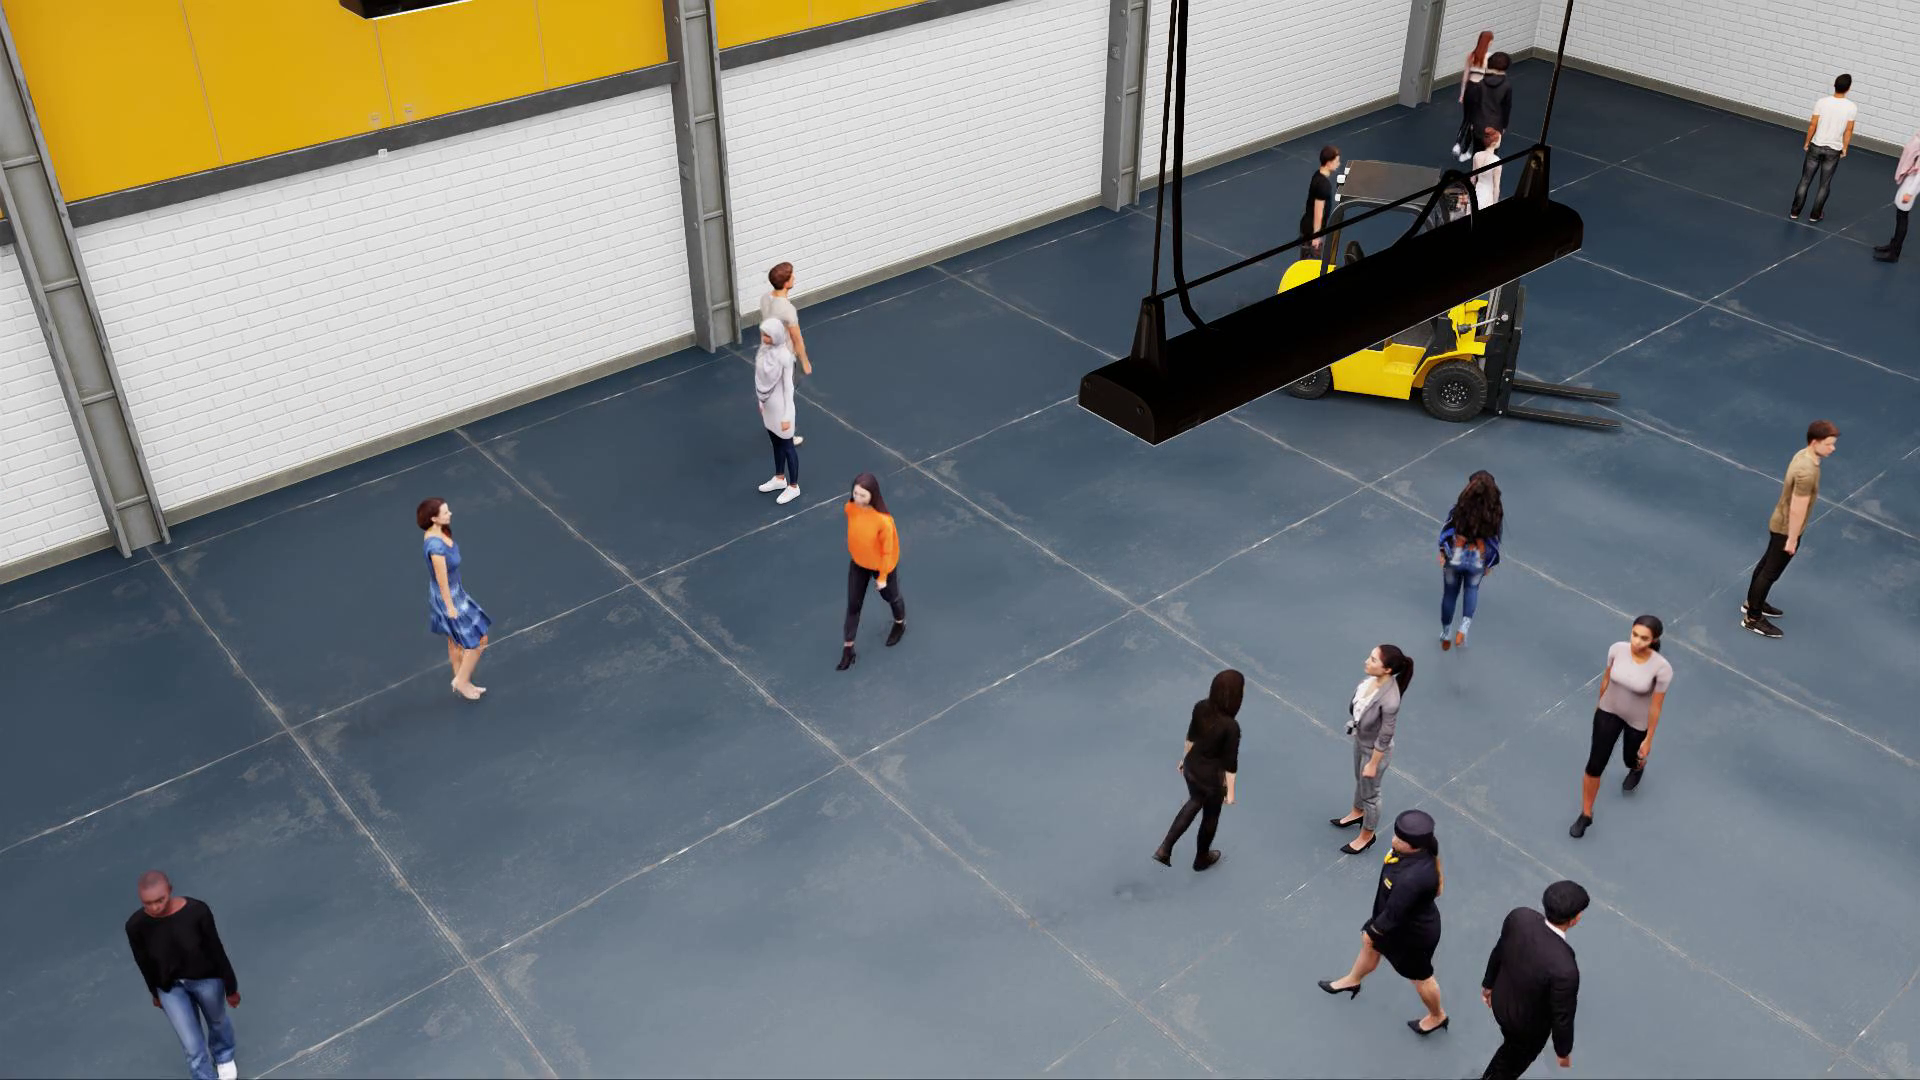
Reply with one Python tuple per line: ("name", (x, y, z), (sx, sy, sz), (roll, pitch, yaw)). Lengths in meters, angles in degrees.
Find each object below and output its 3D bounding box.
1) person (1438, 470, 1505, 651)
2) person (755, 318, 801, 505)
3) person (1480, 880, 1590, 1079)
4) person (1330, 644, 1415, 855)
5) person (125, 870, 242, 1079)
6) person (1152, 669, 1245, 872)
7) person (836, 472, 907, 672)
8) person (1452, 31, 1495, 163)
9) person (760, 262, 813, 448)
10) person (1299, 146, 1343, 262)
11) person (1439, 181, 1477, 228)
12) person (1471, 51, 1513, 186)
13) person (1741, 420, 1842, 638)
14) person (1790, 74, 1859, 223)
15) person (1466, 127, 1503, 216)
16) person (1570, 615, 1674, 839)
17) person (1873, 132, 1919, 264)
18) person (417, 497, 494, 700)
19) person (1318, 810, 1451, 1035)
("person", (3.918, 0.203, 12.876), (0.763, 1.609, 0.815), (6, 34, 9))
("person", (-1.613, -1.170, 14.790), (0.522, 1.777, 0.610), (-23, 40, -31))
("person", (2.974, 2.592, 9.056), (0.816, 1.858, 0.833), (-7, 34, -10))
("person", (2.743, 1.373, 11.053), (0.774, 1.678, 0.728), (-1, 34, -1))
("person", (-4.346, 2.442, 9.402), (0.971, 1.726, 0.846), (-14, 36, -20))
("person", (1.550, 1.561, 10.824), (0.785, 1.620, 0.605), (-20, 38, -27))
("person", (-0.625, 0.157, 12.850), (0.816, 1.714, 1.105), (23, 40, 31))
("person", (6.707, -5.761, 21.738), (0.628, 1.732, 0.684), (26, 41, 33))
("person", (-1.719, -1.666, 15.439), (0.659, 1.884, 0.679), (-20, 38, -27))
("person", (3.770, -3.388, 18.061), (0.860, 1.851, 0.801), (1, 34, 1))
("person", (4.998, -2.899, 17.348), (1.043, 1.825, 1.112), (13, 36, 19))
("person", (6.635, -5.212, 20.883), (0.903, 1.764, 1.090), (13, 36, 19))
("person", (6.548, -0.125, 13.151), (0.799, 1.850, 0.655), (15, 37, 22))
("person", (10.496, -4.765, 20.174), (0.696, 1.805, 0.641), (19, 38, 26))
("person", (5.838, -3.768, 18.685), (0.562, 1.792, 0.613), (-17, 37, -23))
("person", (4.558, 1.196, 11.287), (0.715, 1.714, 1.153), (26, 42, 34))
("person", (10.962, -4.080, 19.144), (0.763, 1.803, 0.636), (19, 38, 26))
("person", (-3.832, 0.483, 12.283), (0.785, 1.800, 0.762), (-13, 36, -18))
("person", (2.689, 2.285, 9.726), (1.088, 1.629, 1.097), (10, 35, 14))
